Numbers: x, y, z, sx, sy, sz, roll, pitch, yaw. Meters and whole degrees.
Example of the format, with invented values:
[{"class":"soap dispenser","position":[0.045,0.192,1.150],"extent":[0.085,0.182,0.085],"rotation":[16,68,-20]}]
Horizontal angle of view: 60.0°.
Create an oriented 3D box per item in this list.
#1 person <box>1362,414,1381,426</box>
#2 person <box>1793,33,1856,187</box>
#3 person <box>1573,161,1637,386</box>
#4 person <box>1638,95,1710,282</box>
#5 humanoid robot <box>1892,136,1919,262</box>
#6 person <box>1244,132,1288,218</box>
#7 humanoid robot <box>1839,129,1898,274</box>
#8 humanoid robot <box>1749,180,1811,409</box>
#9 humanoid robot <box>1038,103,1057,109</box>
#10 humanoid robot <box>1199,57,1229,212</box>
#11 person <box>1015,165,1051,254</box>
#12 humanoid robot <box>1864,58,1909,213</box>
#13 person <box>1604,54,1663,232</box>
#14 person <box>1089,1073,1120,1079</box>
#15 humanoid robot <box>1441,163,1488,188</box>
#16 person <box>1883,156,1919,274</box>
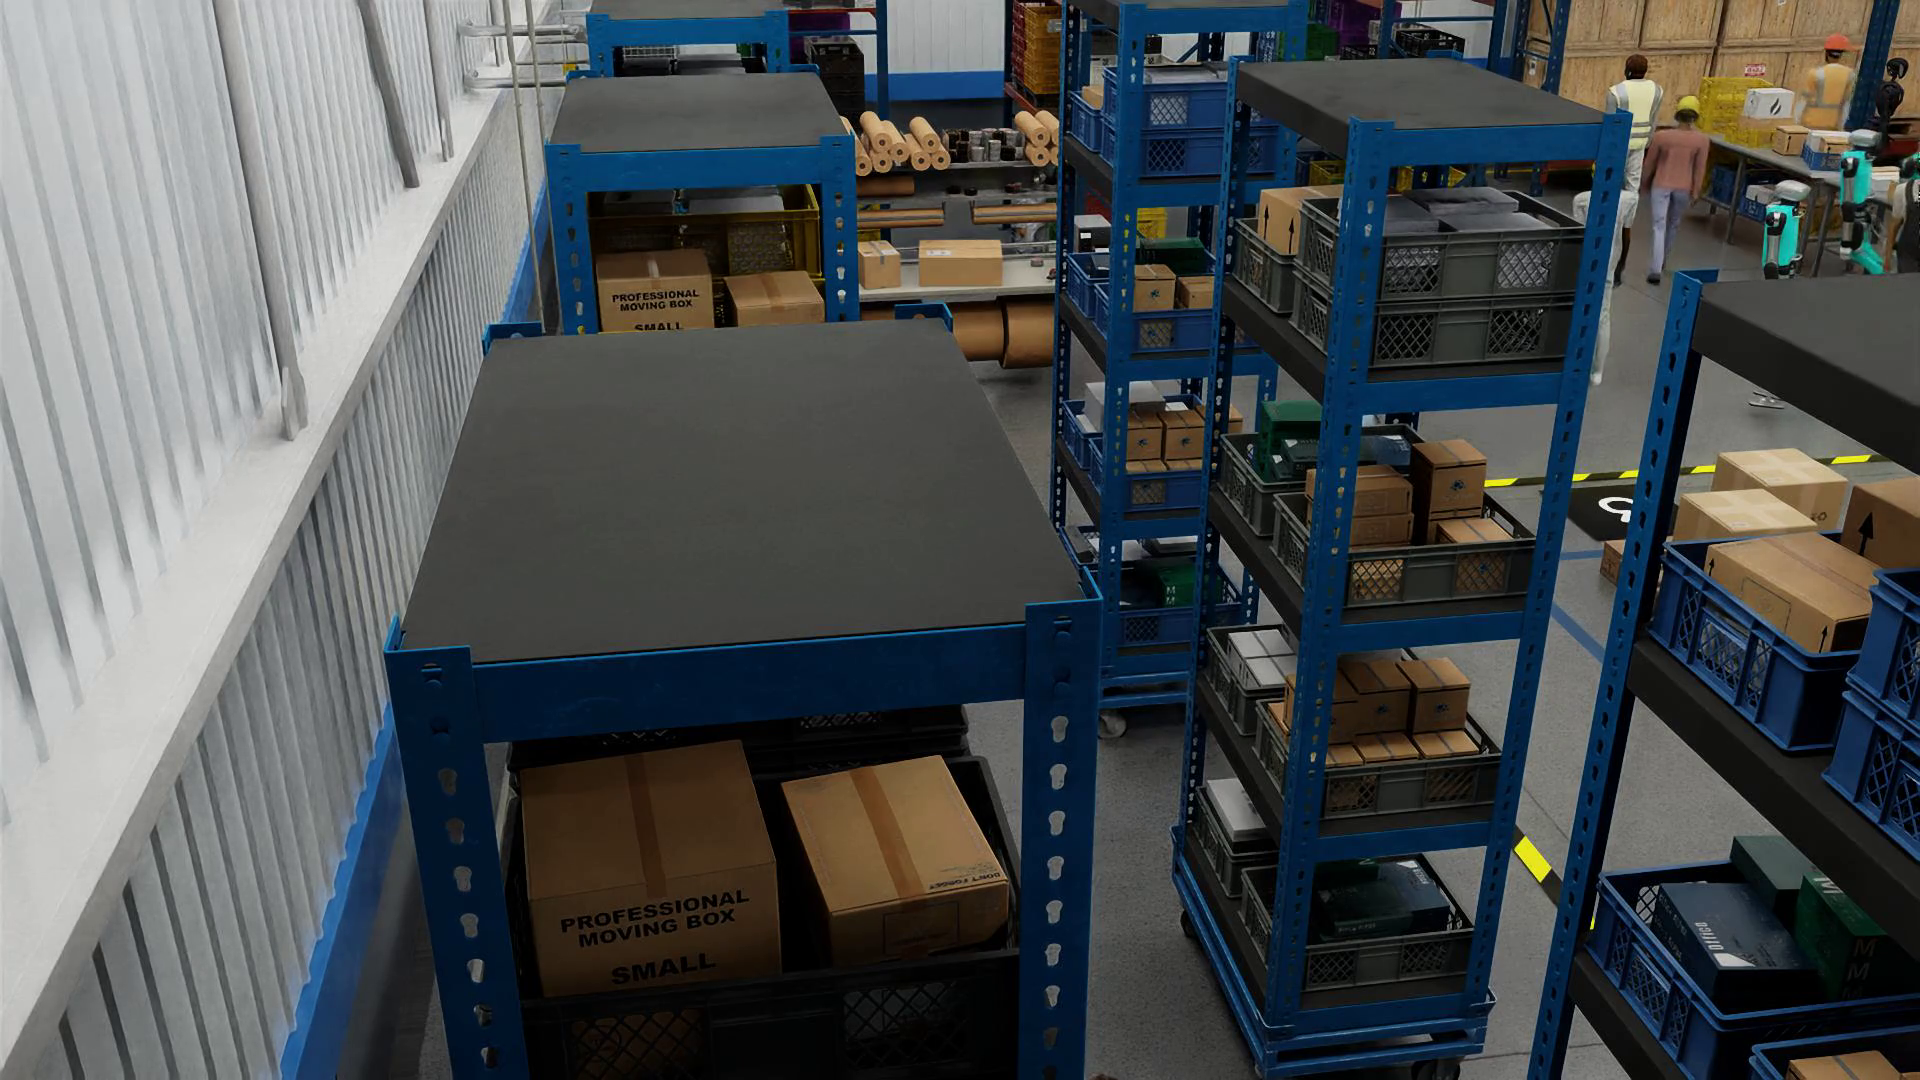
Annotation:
[{"class":"person","position":[1.825,0.194,7.982],"extent":[0.590,1.851,0.401],"rotation":[-1,25,-3]},{"class":"person","position":[9.416,-4.572,18.279],"extent":[0.538,1.914,0.466],"rotation":[-4,25,-9]},{"class":"person","position":[4.944,-2.115,12.978],"extent":[0.515,1.873,0.327],"rotation":[-1,25,-1]},{"class":"person","position":[6.775,-3.354,15.844],"extent":[0.533,1.715,0.903],"rotation":[6,25,12]},{"class":"humanoid robot","position":[8.160,-2.446,13.886],"extent":[0.556,1.783,0.859],"rotation":[-7,26,-15]},{"class":"person","position":[2.935,-3.589,16.200],"extent":[0.505,1.864,0.331],"rotation":[-5,25,-10]},{"class":"humanoid robot","position":[7.769,-2.545,14.072],"extent":[0.802,1.778,0.591],"rotation":[20,31,36]},{"class":"humanoid robot","position":[6.204,-1.776,12.241],"extent":[0.735,1.677,0.533],"rotation":[17,30,32]},{"class":"humanoid robot","position":[1.044,-4.428,18.191],"extent":[0.838,1.789,0.540],"rotation":[-16,29,-30]},{"class":"humanoid robot","position":[2.710,-4.284,17.986],"extent":[0.549,1.901,0.763],"rotation":[0,25,0]},{"class":"person","position":[0.663,-2.835,14.694],"extent":[0.306,1.742,0.493],"rotation":[15,29,30]},{"class":"humanoid robot","position":[10.092,-4.441,18.249],"extent":[0.315,1.657,0.599],"rotation":[15,29,30]},{"class":"person","position":[6.939,-4.127,17.387],"extent":[0.623,1.844,0.431],"rotation":[-4,25,-10]},{"class":"person","position":[0.408,2.020,4.072],"extent":[0.586,1.798,0.908],"rotation":[4,25,9]},{"class":"humanoid robot","position":[4.969,-3.611,16.473],"extent":[0.600,1.638,0.640],"rotation":[-5,25,-10]},{"class":"person","position":[7.734,-2.276,13.396],"extent":[0.572,1.805,0.532],"rotation":[14,28,28]}]
